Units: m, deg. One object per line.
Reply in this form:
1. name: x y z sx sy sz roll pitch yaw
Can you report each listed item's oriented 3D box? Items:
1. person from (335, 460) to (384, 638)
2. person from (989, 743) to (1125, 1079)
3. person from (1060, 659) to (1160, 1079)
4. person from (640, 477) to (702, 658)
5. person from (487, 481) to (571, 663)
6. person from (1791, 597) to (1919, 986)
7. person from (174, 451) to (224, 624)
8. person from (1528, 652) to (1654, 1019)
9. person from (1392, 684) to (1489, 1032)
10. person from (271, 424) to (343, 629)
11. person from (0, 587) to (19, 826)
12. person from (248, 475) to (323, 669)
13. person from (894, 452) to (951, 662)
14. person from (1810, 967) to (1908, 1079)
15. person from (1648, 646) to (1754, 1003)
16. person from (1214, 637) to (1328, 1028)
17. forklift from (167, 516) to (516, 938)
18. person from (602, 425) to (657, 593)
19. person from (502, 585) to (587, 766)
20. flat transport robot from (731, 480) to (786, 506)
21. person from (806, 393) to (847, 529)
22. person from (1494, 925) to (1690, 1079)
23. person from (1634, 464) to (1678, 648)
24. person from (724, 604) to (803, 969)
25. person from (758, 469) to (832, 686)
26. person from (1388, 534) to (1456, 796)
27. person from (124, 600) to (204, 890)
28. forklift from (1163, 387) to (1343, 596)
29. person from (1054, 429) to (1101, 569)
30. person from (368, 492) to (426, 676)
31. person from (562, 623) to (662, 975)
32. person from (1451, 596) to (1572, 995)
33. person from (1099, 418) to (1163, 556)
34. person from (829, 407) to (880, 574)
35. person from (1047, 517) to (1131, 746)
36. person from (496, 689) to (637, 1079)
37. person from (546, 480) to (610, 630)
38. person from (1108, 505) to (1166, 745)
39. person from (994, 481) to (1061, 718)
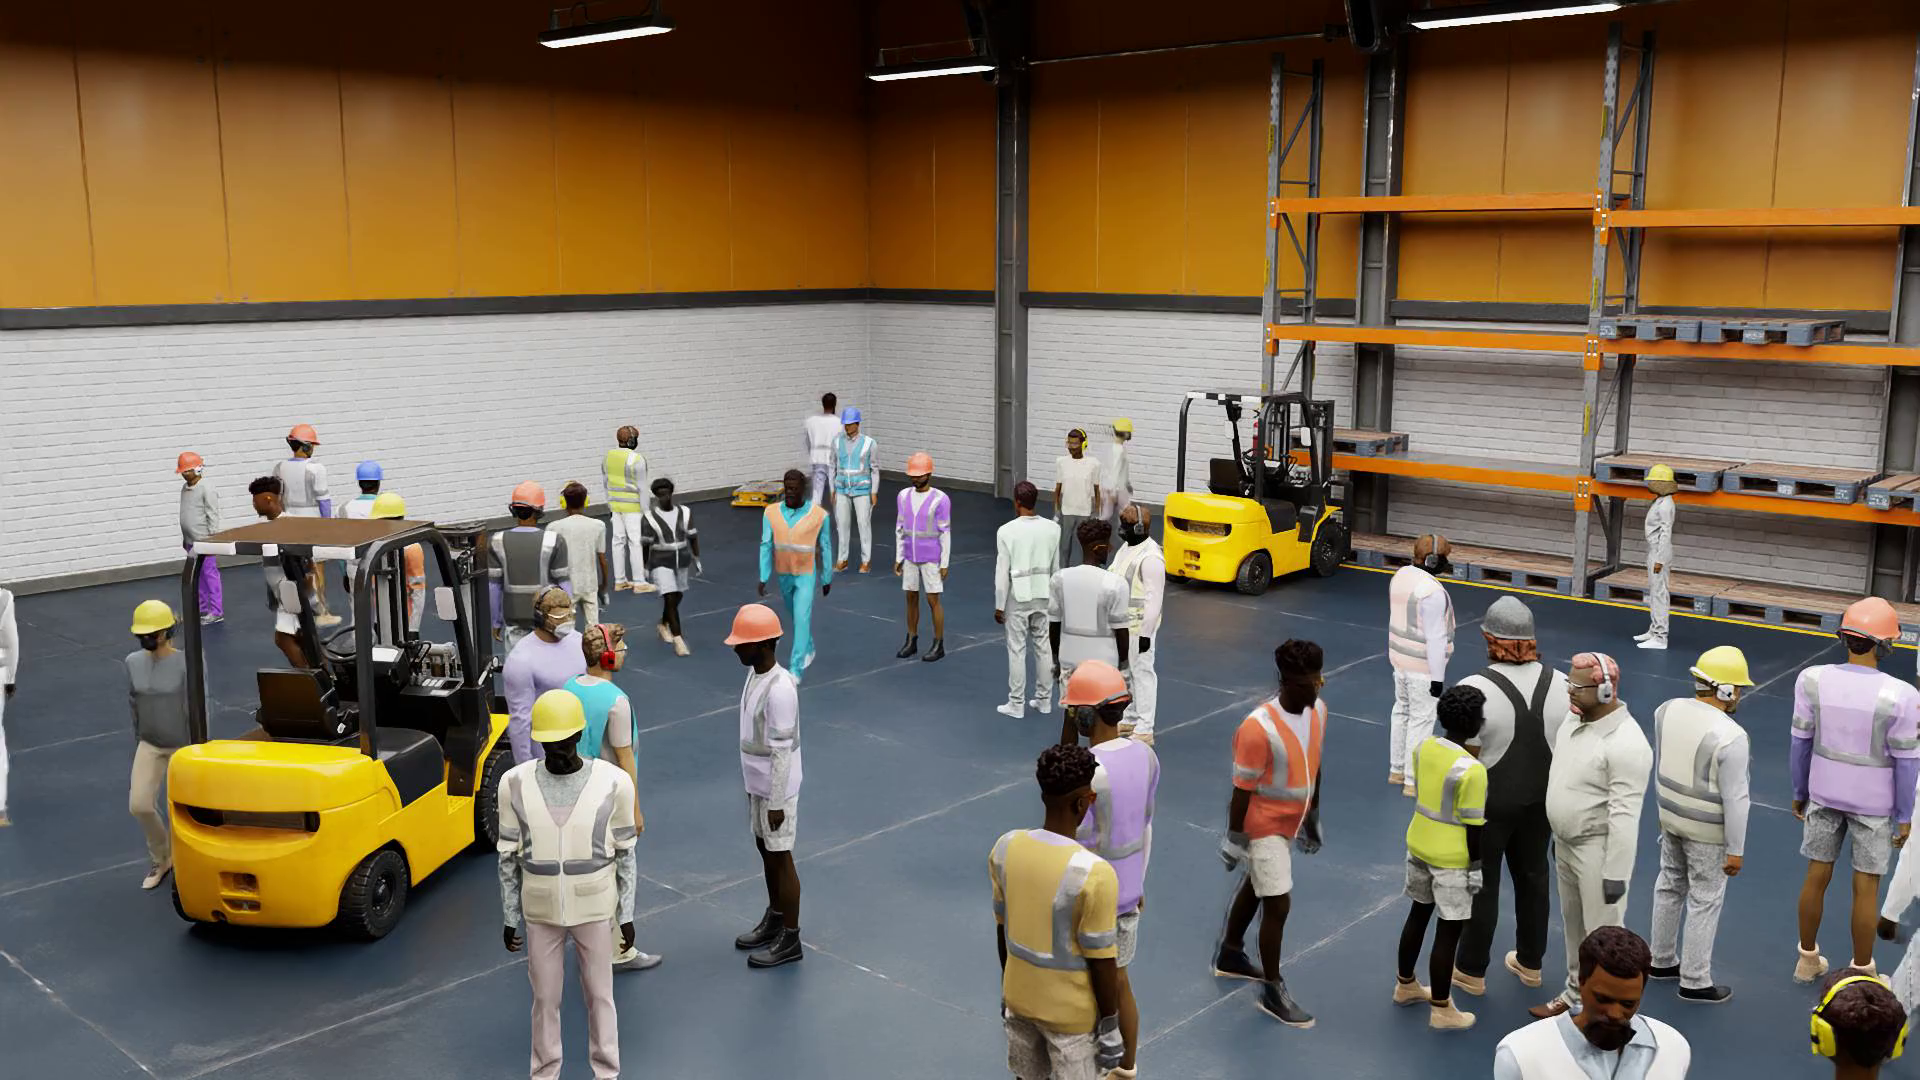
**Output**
1. person: -5.092 0.278 14.456 0.607 1.940 0.417 0 10 1
2. person: 0.366 1.716 6.218 0.380 1.958 0.604 -8 13 -39
3. person: 0.588 1.515 7.161 0.404 2.030 0.612 8 13 39
4. person: -2.723 0.222 15.582 0.532 1.653 0.848 -7 12 -34
5. person: -3.211 0.574 12.470 0.610 2.042 0.396 0 10 1
6. person: 4.497 1.293 8.378 0.375 2.044 0.605 -8 13 -38
7. person: -7.676 -0.028 16.733 0.567 1.746 0.341 7 12 36
8. person: 2.965 1.458 7.866 0.397 1.900 0.649 -1 10 -6
9. person: 2.359 1.526 8.075 0.322 1.686 0.536 -3 10 -17
10. person: -6.485 -0.134 16.528 0.605 2.033 0.392 3 10 15
11. person: -6.506 0.934 10.973 0.742 1.841 0.611 8 13 39
12. person: -5.487 0.419 13.678 0.576 1.922 0.618 -6 11 -29
13. person: -0.352 0.155 15.195 0.550 1.929 0.386 6 12 31
14. person: 2.368 2.066 4.509 0.515 1.861 0.321 1 10 5
15. person: 3.712 1.418 8.318 0.403 1.817 0.601 -3 10 -16
16. person: 1.520 1.390 8.249 0.713 1.914 0.618 9 13 41
17. forklift: -3.583 0.976 9.748 1.214 2.155 2.313 2 10 11
18. person: -3.616 -0.336 18.229 0.626 1.844 0.429 7 12 33
19. person: -2.263 1.192 9.293 0.383 1.929 0.635 5 11 24
20. flat transport robot: -2.941 -0.702 24.775 0.652 0.197 1.431 1 10 4
21. person: -1.752 -1.010 22.012 0.592 1.866 0.991 2 10 13
22. person: 1.773 1.994 4.754 0.588 1.915 0.398 -2 10 -14
23. person: 6.578 0.153 15.718 0.306 1.743 0.494 3 10 17
24. person: -1.032 1.282 8.769 0.388 1.930 0.544 -4 11 -21
25. person: -1.415 0.292 14.585 0.585 1.876 1.037 3 10 16
26. person: 3.181 0.860 11.463 0.429 1.831 0.635 -2 10 -10
27. person: -4.621 1.205 9.705 0.525 1.752 0.455 1 10 6
28. forklift: 3.298 -0.608 18.767 1.214 2.155 2.313 9 13 42
29. person: 1.248 -0.266 17.760 0.516 1.865 0.325 3 10 15
30. person: -4.301 0.590 12.705 0.585 1.930 0.361 8 13 39
31. person: -1.858 1.341 8.663 0.390 1.846 0.565 -10 14 -44
32. person: 2.730 1.280 8.455 0.673 2.000 0.536 -2 10 -13
33. person: 1.999 -0.631 20.253 0.940 1.713 0.532 0 10 0
34. person: -1.235 -0.575 19.280 0.609 1.946 0.405 3 10 16
35. person: 0.884 0.821 11.291 0.608 1.962 0.374 6 12 31
36. person: -1.676 1.571 7.123 0.588 1.927 0.369 -1 10 -5
37. person: -3.162 0.439 13.762 0.523 1.862 0.343 -5 11 -25
38. person: 1.313 0.648 12.621 0.429 1.845 0.621 -3 10 -15
39. person: 0.552 0.479 13.397 0.589 1.911 0.390 -6 12 -30
